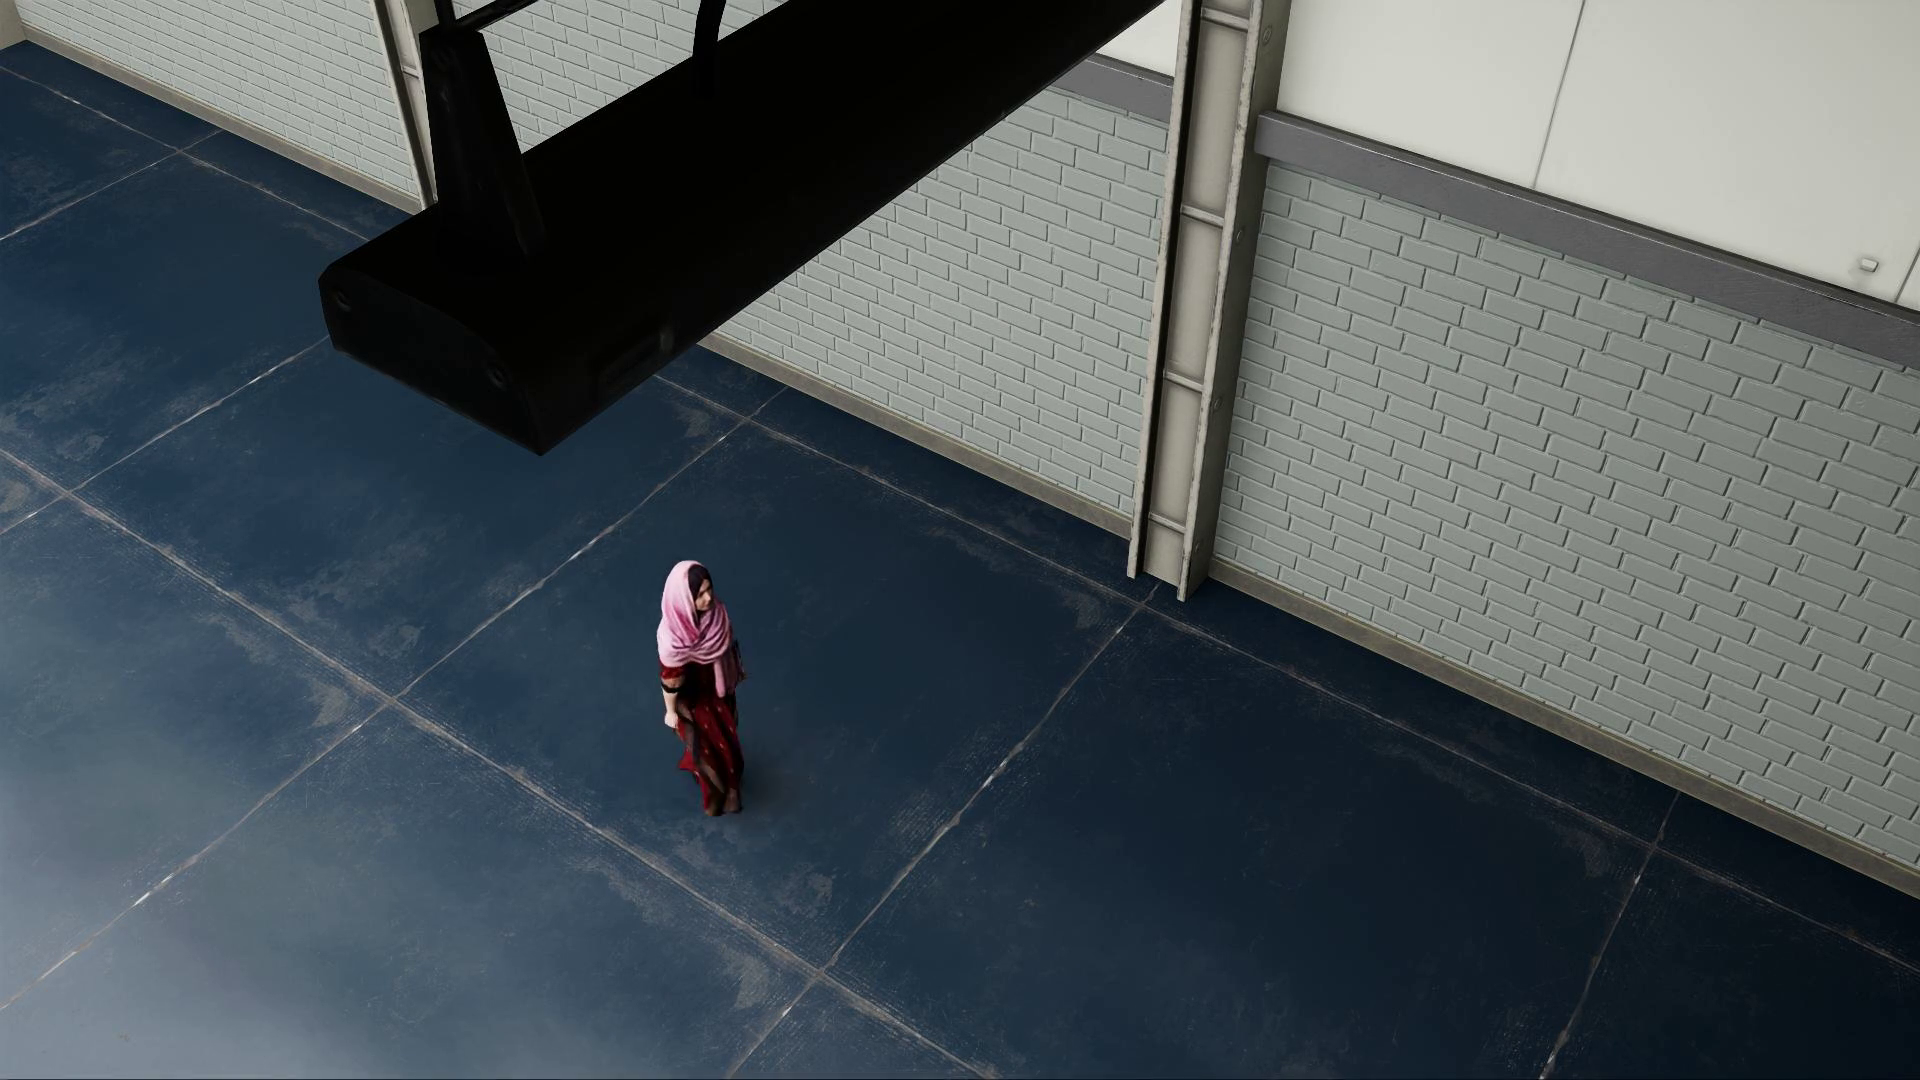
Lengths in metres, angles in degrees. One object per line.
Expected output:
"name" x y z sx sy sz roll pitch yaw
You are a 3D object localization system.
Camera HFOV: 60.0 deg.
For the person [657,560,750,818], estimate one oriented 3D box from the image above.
"person" -1.326 0.691 8.133 0.750 1.644 0.727 18 46 19
